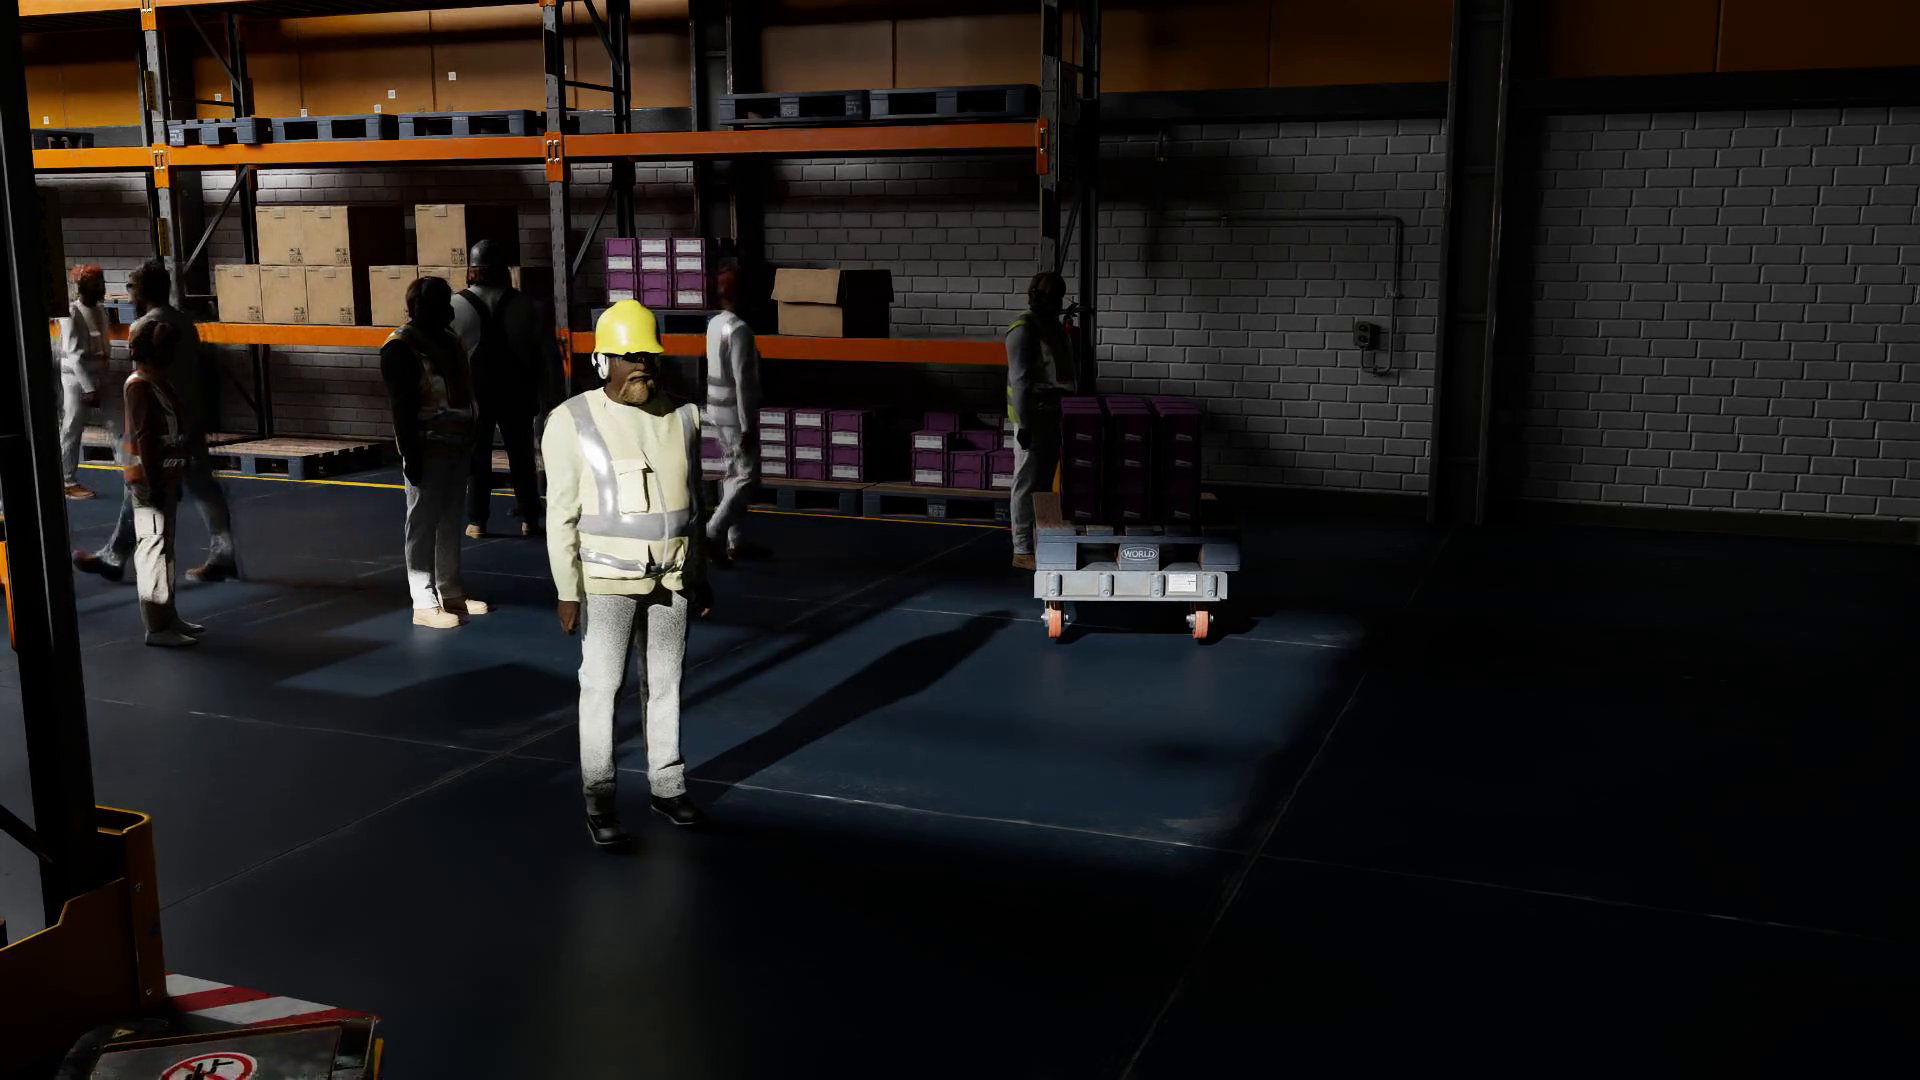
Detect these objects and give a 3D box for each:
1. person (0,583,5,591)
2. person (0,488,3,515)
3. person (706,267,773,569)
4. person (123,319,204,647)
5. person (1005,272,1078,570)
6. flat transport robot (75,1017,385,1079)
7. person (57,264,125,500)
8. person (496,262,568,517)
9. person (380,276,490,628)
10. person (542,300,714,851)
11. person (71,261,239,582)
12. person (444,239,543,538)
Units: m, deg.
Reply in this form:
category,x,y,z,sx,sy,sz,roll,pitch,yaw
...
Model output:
category,x,y,z,sx,sy,sz,roll,pitch,yaw
person,-5.599,-0.556,9.151,0.635,1.891,0.973,0,10,2
person,-6.835,-1.022,11.573,0.611,1.967,0.858,-4,11,-19
person,-1.429,-0.762,10.402,0.471,1.884,0.592,-5,12,-28
person,-4.038,-0.288,8.385,0.313,1.639,0.513,-3,11,-15
person,0.516,-0.742,10.363,0.430,1.839,0.624,5,11,25
flat transport robot,-1.534,1.313,3.275,0.652,0.197,1.431,-3,11,-14
person,-6.705,-1.214,12.973,0.915,1.835,0.580,1,10,8
person,-3.247,-1.097,12.175,0.658,1.896,0.474,2,10,12
person,-2.768,-0.470,8.834,0.429,1.845,0.627,2,10,12
person,-1.089,0.114,5.604,0.601,1.830,0.404,-9,13,-40
person,-4.786,-0.678,9.823,0.994,1.894,0.658,1,10,3
person,-3.216,-1.035,11.424,0.681,2.000,0.536,-4,11,-21
